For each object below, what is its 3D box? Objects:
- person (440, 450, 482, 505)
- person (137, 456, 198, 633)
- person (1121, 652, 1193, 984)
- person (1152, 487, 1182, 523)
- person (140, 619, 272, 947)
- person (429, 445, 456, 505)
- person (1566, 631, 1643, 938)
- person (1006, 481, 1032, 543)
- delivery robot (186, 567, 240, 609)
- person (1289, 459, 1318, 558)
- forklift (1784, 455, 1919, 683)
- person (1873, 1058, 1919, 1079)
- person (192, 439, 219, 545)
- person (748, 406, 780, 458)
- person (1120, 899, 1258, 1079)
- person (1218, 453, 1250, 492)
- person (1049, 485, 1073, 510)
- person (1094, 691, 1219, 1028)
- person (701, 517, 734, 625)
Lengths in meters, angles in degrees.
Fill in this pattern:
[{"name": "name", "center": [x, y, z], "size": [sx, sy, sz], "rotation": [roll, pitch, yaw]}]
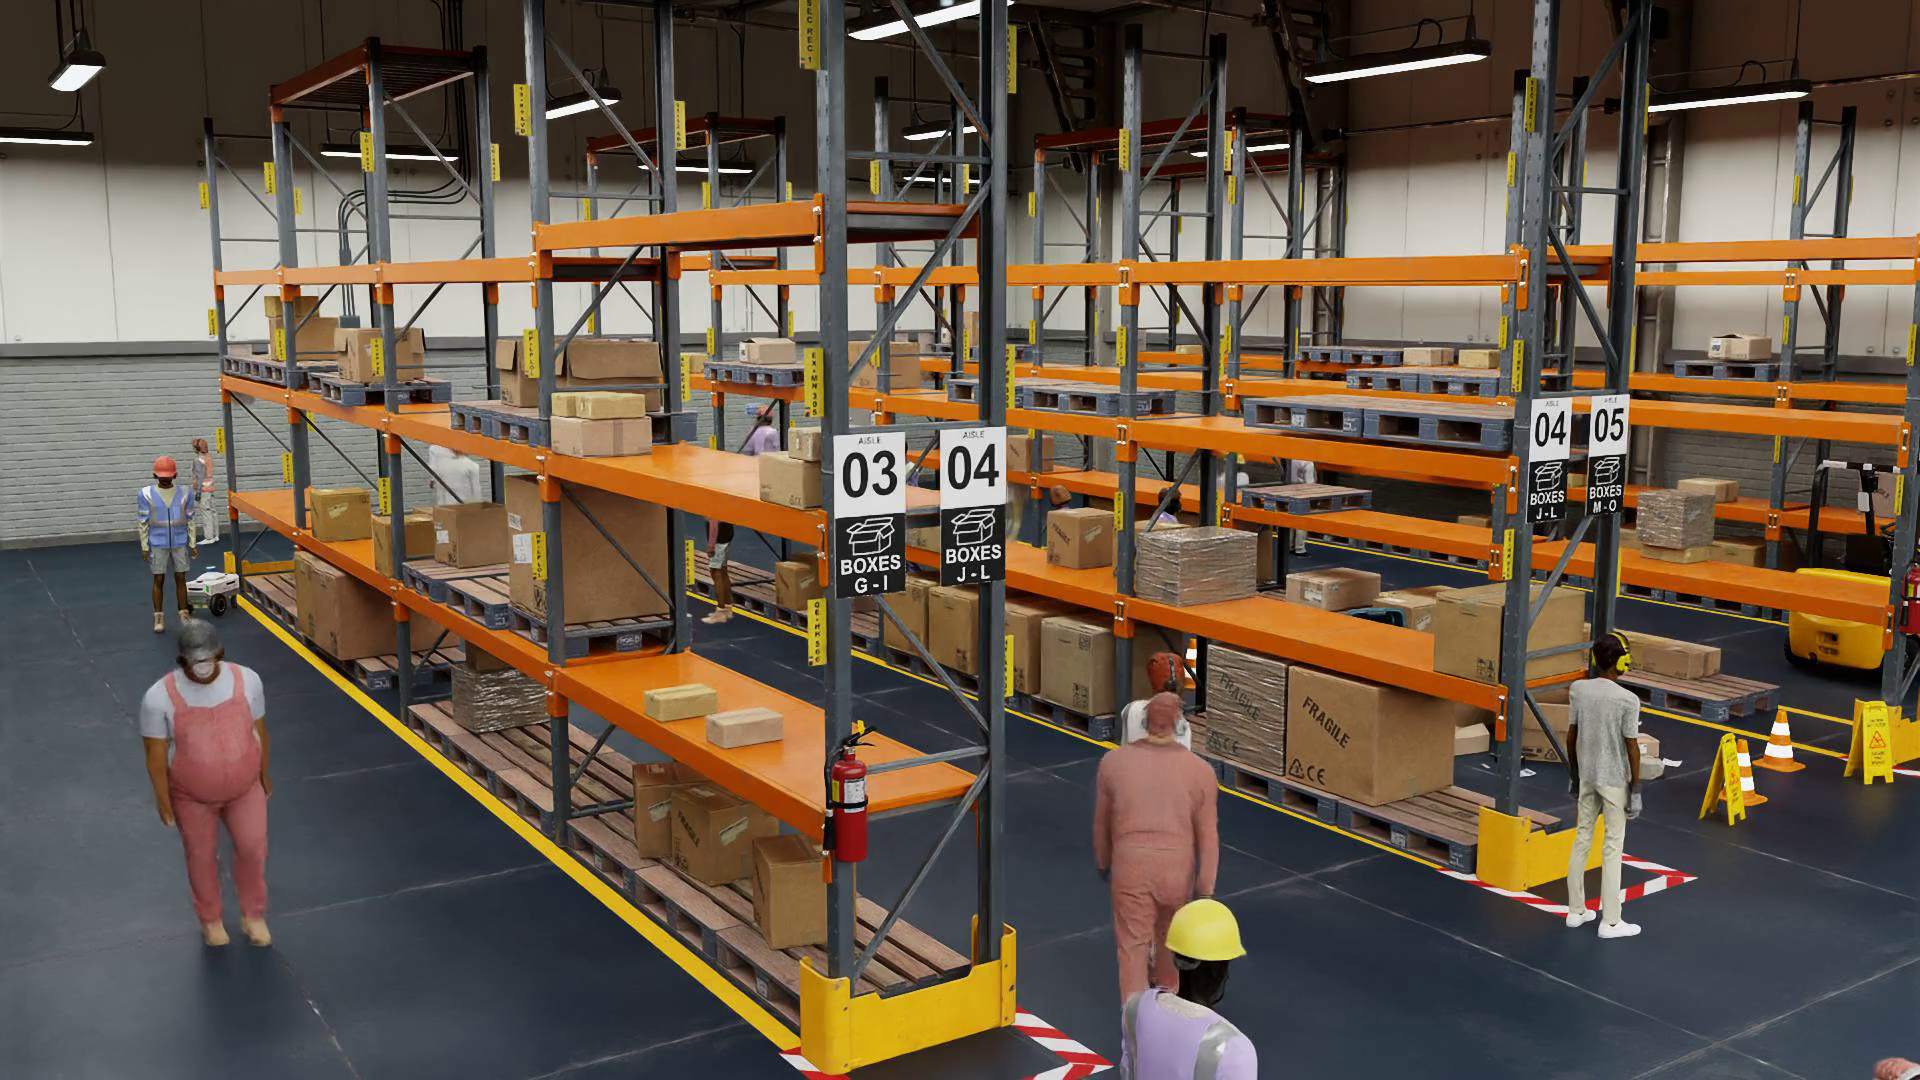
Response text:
[{"name": "person", "center": [-6.912, -0.463, 23.098], "size": [0.651, 1.847, 0.977], "rotation": [3, 9, 20]}, {"name": "person", "center": [-9.074, 0.045, 19.088], "size": [0.605, 2.034, 0.389], "rotation": [-6, 10, -34]}, {"name": "person", "center": [1.129, 1.565, 9.459], "size": [0.337, 1.882, 0.584], "rotation": [-5, 10, -30]}, {"name": "person", "center": [2.207, 0.345, 17.728], "size": [0.429, 1.841, 0.634], "rotation": [2, 9, 12]}, {"name": "person", "center": [-4.397, 1.435, 9.804], "size": [0.700, 2.000, 0.677], "rotation": [-6, 10, -34]}, {"name": "person", "center": [-8.381, -1.026, 27.144], "size": [0.561, 1.752, 0.327], "rotation": [-5, 10, -32]}, {"name": "person", "center": [3.924, 1.475, 10.104], "size": [0.328, 1.873, 0.512], "rotation": [-6, 10, -33]}, {"name": "person", "center": [0.854, -0.592, 24.689], "size": [0.530, 1.611, 0.340], "rotation": [8, 12, 44]}, {"name": "delivery robot", "center": [-9.081, 0.567, 20.201], "size": [0.477, 0.478, 0.707], "rotation": [1, 9, 8]}, {"name": "person", "center": [5.025, -0.642, 24.380], "size": [0.406, 1.824, 0.585], "rotation": [-3, 9, -18]}, {"name": "forklift", "center": [9.643, 0.253, 17.172], "size": [2.313, 2.155, 1.214], "rotation": [-6, 10, -33]}, {"name": "person", "center": [2.466, 2.309, 4.434], "size": [0.642, 1.909, 0.399], "rotation": [-4, 10, -26]}, {"name": "person", "center": [-11.655, -0.746, 25.654], "size": [0.314, 1.639, 0.517], "rotation": [0, 9, -2]}, {"name": "person", "center": [-3.138, -1.234, 27.726], "size": [0.630, 2.000, 0.956], "rotation": [7, 11, 39]}, {"name": "person", "center": [0.785, 2.133, 5.544], "size": [0.368, 1.926, 0.587], "rotation": [-7, 11, -38]}, {"name": "person", "center": [3.802, -0.370, 22.883], "size": [0.537, 1.718, 0.906], "rotation": [-6, 11, -36]}, {"name": "person", "center": [1.191, 0.157, 19.666], "size": [0.279, 1.633, 0.499], "rotation": [1, 9, 9]}, {"name": "person", "center": [1.006, 1.714, 8.597], "size": [0.652, 1.853, 0.991], "rotation": [1, 9, 6]}, {"name": "person", "center": [-2.865, -0.024, 19.563], "size": [0.403, 2.030, 0.618], "rotation": [1, 9, 5]}]
